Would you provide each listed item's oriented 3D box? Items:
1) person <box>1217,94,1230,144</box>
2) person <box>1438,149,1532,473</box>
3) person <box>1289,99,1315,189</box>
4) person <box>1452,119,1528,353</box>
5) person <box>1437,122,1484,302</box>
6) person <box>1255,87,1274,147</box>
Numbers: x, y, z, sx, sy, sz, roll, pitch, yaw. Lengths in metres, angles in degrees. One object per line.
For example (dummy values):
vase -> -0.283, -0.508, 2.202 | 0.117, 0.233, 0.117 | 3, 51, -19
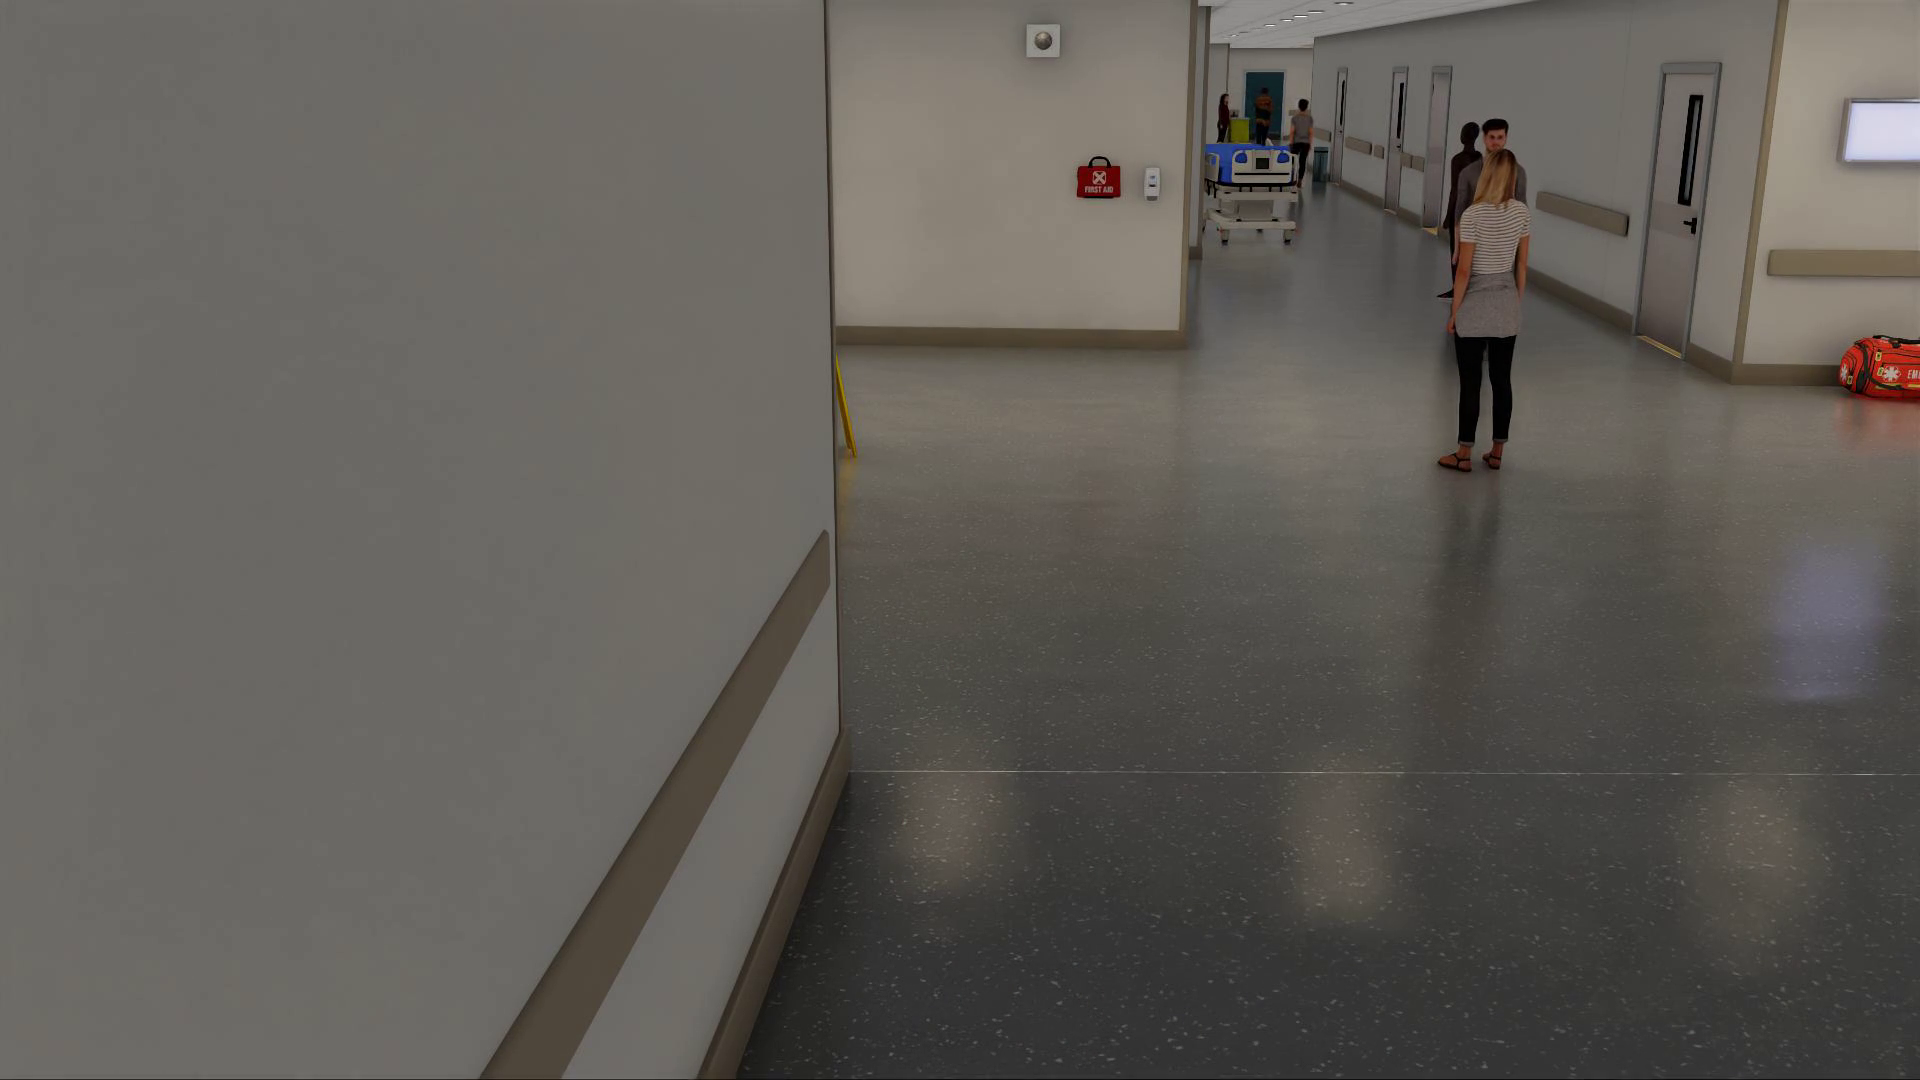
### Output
person -> 7.141, -11.307, 45.312 | 0.652, 1.655, 0.661 | 9, 18, 29
person -> 3.026, -1.304, 9.513 | 0.564, 1.827, 0.716 | -3, 16, -12
person -> 6.735, -7.822, 32.859 | 0.709, 1.704, 0.706 | 3, 16, 11
person -> 4.026, -2.228, 12.697 | 1.086, 1.877, 0.866 | 4, 16, 14
person -> 5.080, -3.304, 16.735 | 0.644, 1.758, 0.730 | -9, 18, -29
person -> 8.366, -11.600, 46.056 | 1.169, 1.773, 0.871 | 4, 16, 14
